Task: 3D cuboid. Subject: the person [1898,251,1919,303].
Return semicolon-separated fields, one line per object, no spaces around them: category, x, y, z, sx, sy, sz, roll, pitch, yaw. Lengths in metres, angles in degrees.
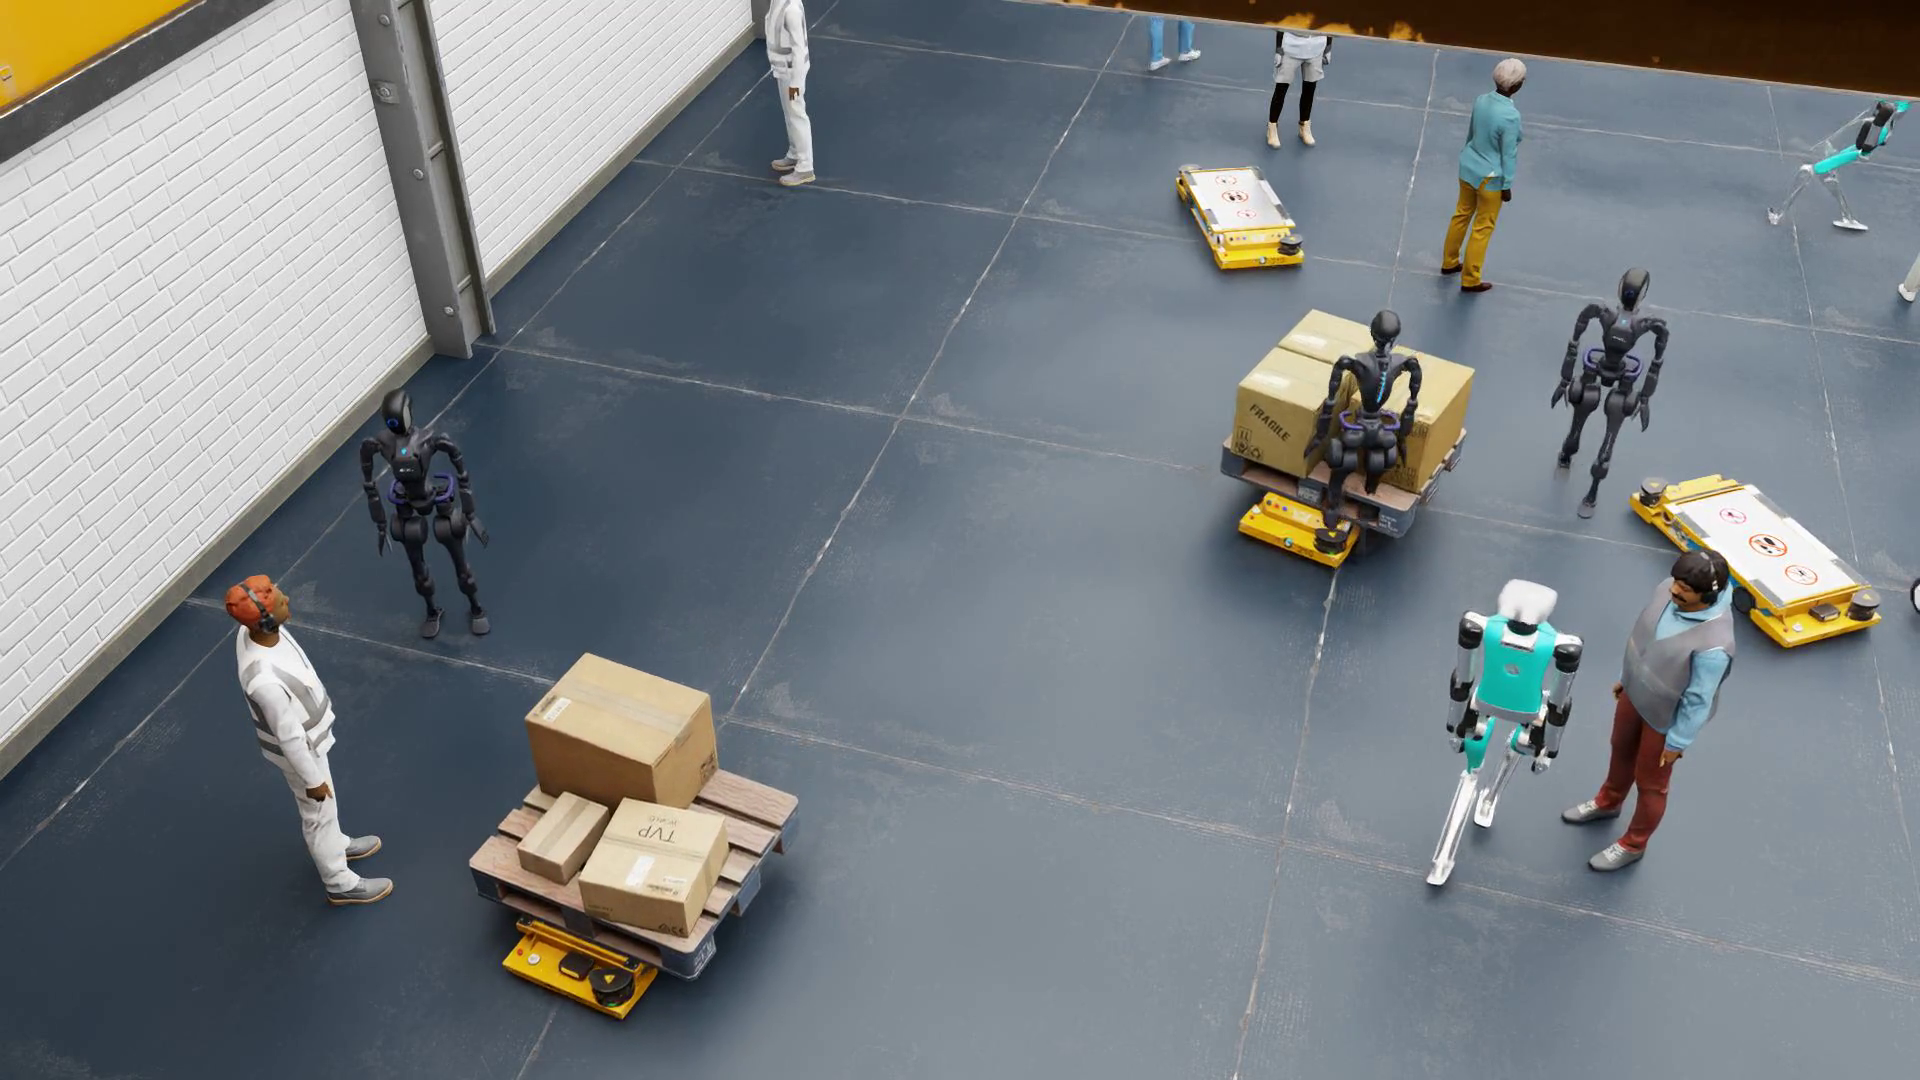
person;7.213;-2.432;11.929;0.521;1.645;0.304;14;41;17

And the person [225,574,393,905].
person;-2.983;0.919;7.573;0.352;1.884;0.579;-15;41;-18

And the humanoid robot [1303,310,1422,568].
humanoid robot;2.313;-0.565;9.594;0.600;1.640;0.380;-1;39;-1

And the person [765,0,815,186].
person;-1.388;-3.798;13.441;0.338;1.882;0.582;-11;40;-13

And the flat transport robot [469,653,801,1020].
flat transport robot;-1.506;1.605;8.008;0.659;0.231;1.431;16;42;19

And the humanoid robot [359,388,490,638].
humanoid robot;-2.893;-0.137;9.048;0.603;1.651;0.342;-5;39;-6

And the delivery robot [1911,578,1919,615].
delivery robot;5.867;0.323;9.364;0.499;0.581;0.774;-14;41;-17

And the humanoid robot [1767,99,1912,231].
humanoid robot;6.815;-3.168;12.826;0.904;1.835;0.556;29;47;31

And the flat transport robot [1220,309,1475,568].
flat transport robot;2.371;-0.372;10.467;0.659;0.231;1.431;23;44;26

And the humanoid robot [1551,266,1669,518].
humanoid robot;3.917;-0.938;10.074;0.583;1.637;0.526;16;42;19

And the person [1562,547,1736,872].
person;3.275;0.776;7.761;0.420;1.872;0.536;-6;39;-8

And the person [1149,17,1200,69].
person;2.037;-5.238;15.363;0.525;1.702;0.678;32;49;33

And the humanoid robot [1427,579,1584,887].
humanoid robot;2.564;0.821;7.834;0.571;1.781;0.954;17;42;20

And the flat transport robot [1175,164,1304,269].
flat transport robot;2.209;-2.597;13.235;0.659;0.231;1.431;-5;39;-7

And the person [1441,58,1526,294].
person;3.837;-2.649;12.123;0.343;1.750;0.527;-14;41;-16

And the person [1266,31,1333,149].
person;2.880;-4.119;13.995;0.532;1.691;0.322;-5;39;-6

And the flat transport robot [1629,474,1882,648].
flat transport robot;4.722;0.070;9.918;0.659;0.231;1.431;-12;40;-15
